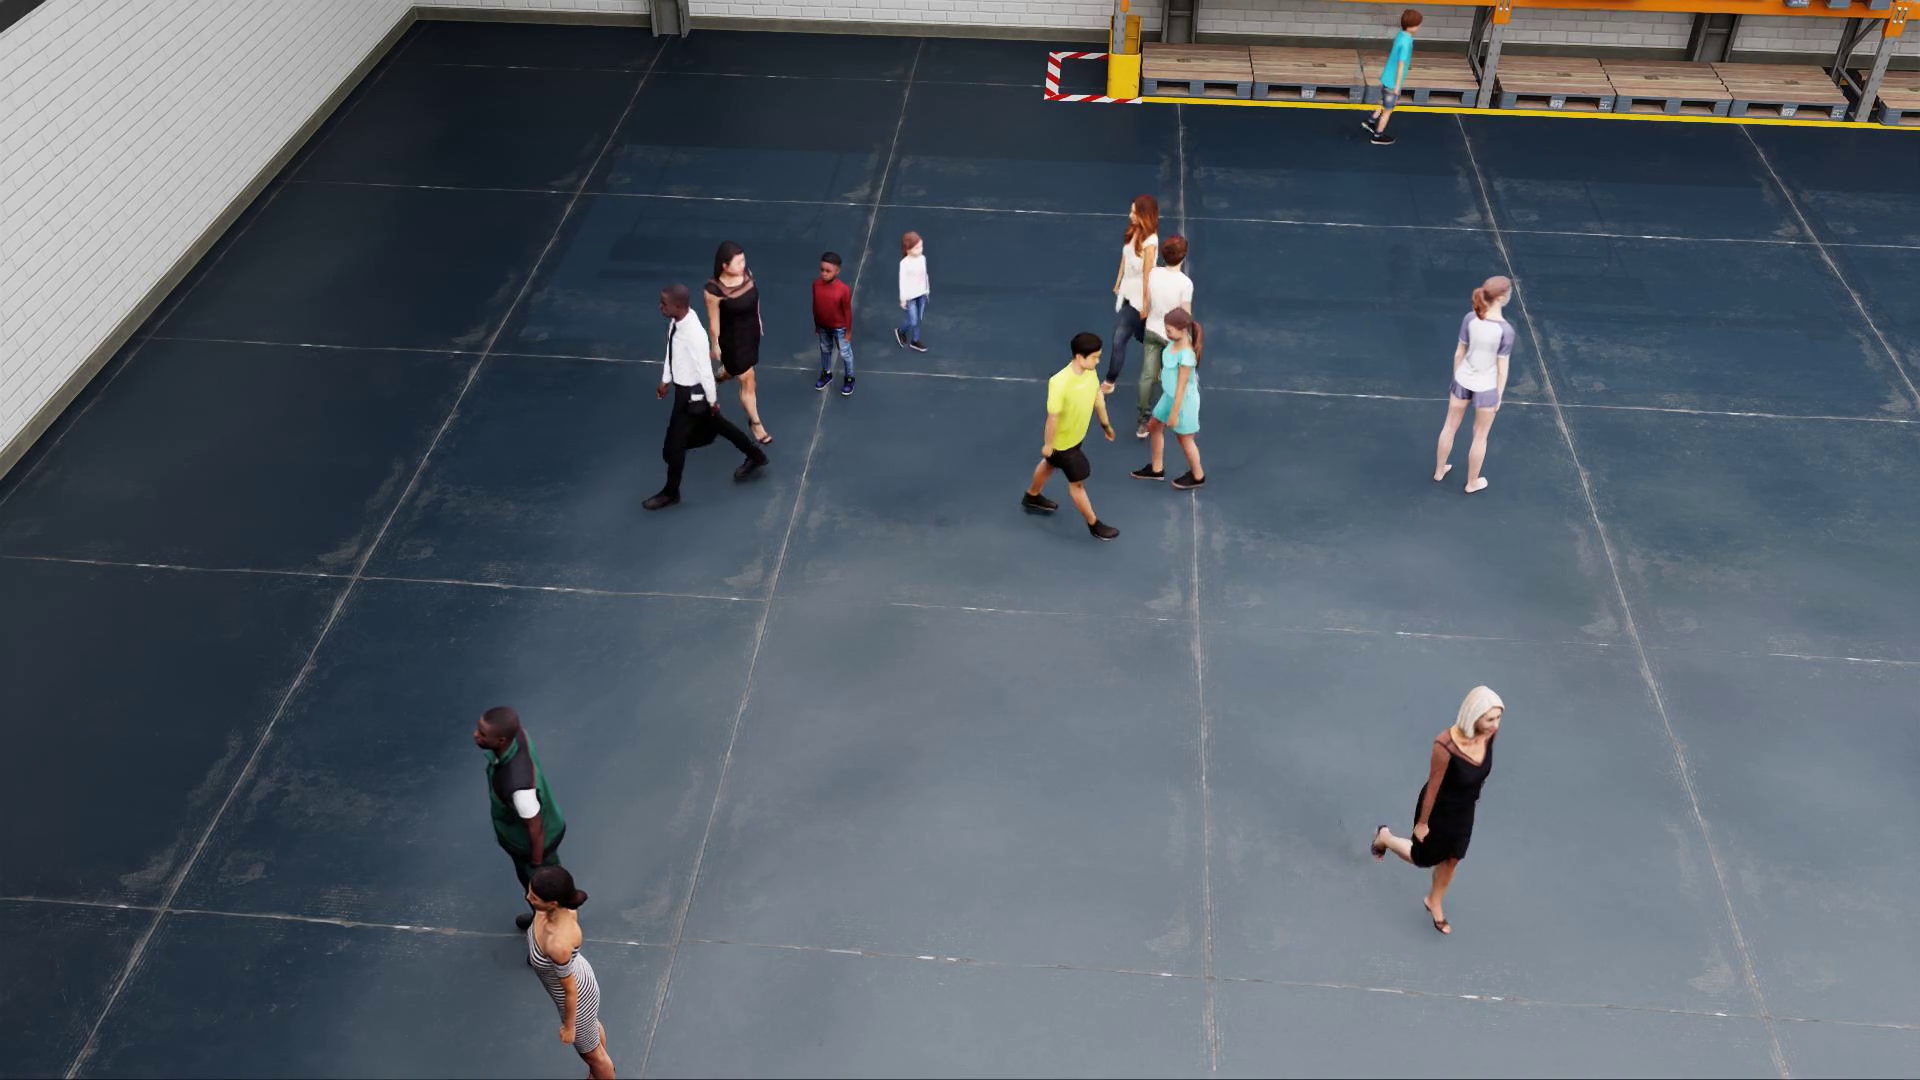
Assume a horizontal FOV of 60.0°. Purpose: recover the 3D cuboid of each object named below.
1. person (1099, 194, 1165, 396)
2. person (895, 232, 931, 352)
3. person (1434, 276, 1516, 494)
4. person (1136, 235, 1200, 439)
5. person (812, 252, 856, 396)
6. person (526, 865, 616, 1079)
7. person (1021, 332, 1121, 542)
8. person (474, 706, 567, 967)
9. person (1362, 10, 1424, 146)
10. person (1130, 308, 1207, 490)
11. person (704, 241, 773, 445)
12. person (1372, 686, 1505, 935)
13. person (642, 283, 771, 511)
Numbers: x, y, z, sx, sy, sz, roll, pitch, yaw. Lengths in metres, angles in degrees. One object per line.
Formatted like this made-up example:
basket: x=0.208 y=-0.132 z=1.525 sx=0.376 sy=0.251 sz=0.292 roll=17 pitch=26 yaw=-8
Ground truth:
person: x=1.491 y=-1.935 z=13.268 sx=1.081 sy=1.753 sz=0.787 roll=-6 pitch=39 yaw=-7
person: x=-0.427 y=-2.104 z=13.997 sx=0.630 sy=1.108 sz=0.571 roll=31 pitch=48 yaw=33
person: x=3.813 y=-1.150 z=12.276 sx=0.651 sy=1.765 sz=0.733 roll=30 pitch=47 yaw=32
person: x=1.553 y=-1.536 z=12.878 sx=1.119 sy=1.616 sz=0.978 roll=21 pitch=43 yaw=25
person: x=-1.024 y=-1.774 z=13.467 sx=0.507 sy=1.253 sz=0.613 roll=15 pitch=41 yaw=18
person: x=-1.857 y=2.197 z=8.039 sx=0.674 sy=1.822 sz=0.674 roll=-13 pitch=41 yaw=-16
person: x=0.696 y=-0.780 z=11.904 sx=1.190 sy=1.651 sz=0.965 roll=19 pitch=42 yaw=22
person: x=-2.280 y=1.553 z=8.833 sx=0.767 sy=1.839 sz=0.775 roll=-13 pitch=40 yaw=-16
person: x=4.393 y=-4.750 z=17.051 sx=0.616 sy=1.432 sz=0.542 roll=2 pitch=39 yaw=3
person: x=1.707 y=-1.041 z=12.333 sx=0.814 sy=1.523 sz=0.639 roll=-2 pitch=39 yaw=-3
person: x=-1.793 y=-1.557 z=12.846 sx=1.147 sy=1.689 sz=0.965 roll=22 pitch=43 yaw=25
person: x=2.606 y=1.414 z=9.092 sx=0.931 sy=1.732 sz=0.917 roll=-17 pitch=41 yaw=-20
person: x=-1.843 y=-1.092 z=12.189 sx=1.330 sy=1.782 sz=0.988 roll=-13 pitch=40 yaw=-16
